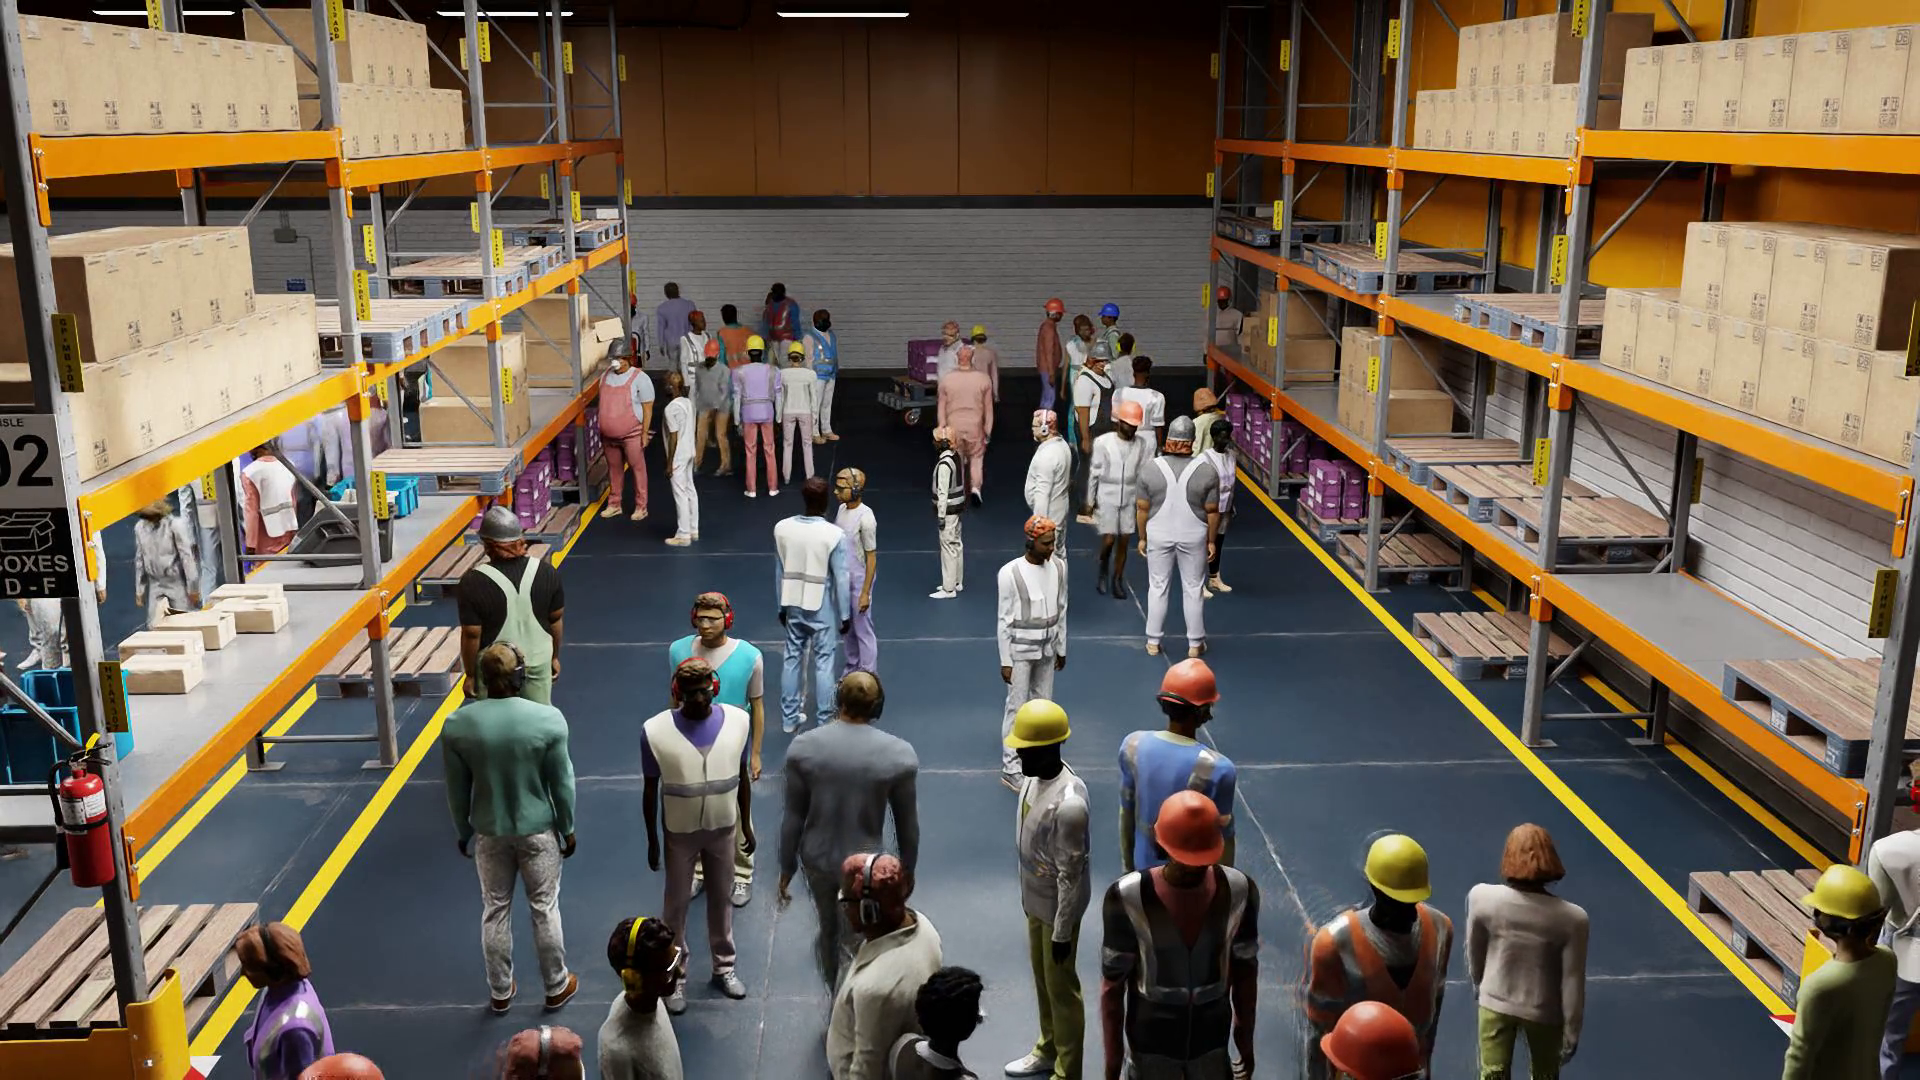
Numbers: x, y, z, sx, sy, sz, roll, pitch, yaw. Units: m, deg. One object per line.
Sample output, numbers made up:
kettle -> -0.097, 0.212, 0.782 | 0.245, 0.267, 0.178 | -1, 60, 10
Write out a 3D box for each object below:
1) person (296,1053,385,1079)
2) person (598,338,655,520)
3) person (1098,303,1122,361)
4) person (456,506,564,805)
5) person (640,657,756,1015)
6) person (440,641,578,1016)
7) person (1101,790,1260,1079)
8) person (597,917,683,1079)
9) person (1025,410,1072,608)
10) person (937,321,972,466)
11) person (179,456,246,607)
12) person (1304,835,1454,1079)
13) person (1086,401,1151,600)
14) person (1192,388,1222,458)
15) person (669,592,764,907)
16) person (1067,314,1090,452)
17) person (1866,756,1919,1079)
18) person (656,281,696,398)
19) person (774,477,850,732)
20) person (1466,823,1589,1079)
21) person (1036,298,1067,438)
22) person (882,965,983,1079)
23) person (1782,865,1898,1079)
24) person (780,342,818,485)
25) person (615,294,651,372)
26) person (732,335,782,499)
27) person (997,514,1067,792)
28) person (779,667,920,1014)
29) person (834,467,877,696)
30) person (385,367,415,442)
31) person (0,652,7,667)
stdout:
person -> -1.810, 2.357, 4.627 | 0.622, 1.964, 0.625 | -9, 17, -31
person -> -3.772, -1.230, 18.548 | 0.674, 2.000, 0.535 | 6, 15, 22
person -> 2.061, -2.280, 22.848 | 0.383, 1.951, 0.605 | 0, 14, 0
person -> -2.908, 0.769, 10.699 | 0.689, 2.000, 0.539 | -11, 18, -36
person -> -1.314, 1.456, 8.392 | 0.565, 1.845, 0.387 | -7, 16, -25
person -> -2.216, 1.441, 8.275 | 0.627, 1.934, 0.370 | -1, 14, -3
person -> 0.837, 1.893, 6.318 | 0.609, 2.032, 0.410 | -2, 14, -7
person -> -1.039, 2.142, 5.654 | 0.329, 1.872, 0.508 | 0, 14, 0
person -> 0.774, -0.231, 14.922 | 0.398, 1.898, 0.646 | 4, 15, 17
person -> -0.110, -1.880, 21.421 | 0.410, 1.888, 0.738 | -8, 16, -29
person -> -6.439, -0.099, 14.382 | 0.398, 1.909, 0.599 | 9, 17, 30
person -> 1.561, 1.959, 6.359 | 0.597, 1.884, 0.974 | -3, 15, -13
person -> 1.479, -0.362, 15.405 | 0.576, 1.905, 0.501 | -2, 14, -9
person -> 2.600, -0.812, 17.719 | 0.289, 1.632, 0.497 | 11, 18, 36
person -> -1.382, 1.175, 9.487 | 0.566, 1.849, 0.387 | 3, 15, 12
person -> 1.628, -2.115, 22.410 | 0.345, 1.847, 0.508 | -4, 15, -15
person -> 4.053, 1.814, 7.014 | 0.563, 1.836, 0.386 | 0, 14, 0
person -> -4.462, -3.138, 26.308 | 0.657, 1.903, 0.666 | -5, 15, -17
person -> -1.082, 0.489, 12.080 | 0.591, 1.905, 0.414 | 7, 16, 26
person -> 2.323, 1.964, 6.901 | 0.495, 1.601, 0.785 | 6, 15, 22
person -> 1.273, -2.368, 23.137 | 0.432, 1.981, 0.635 | 0, 14, 0
person -> -0.054, 2.234, 5.632 | 0.317, 1.695, 0.540 | -11, 18, -37
person -> 3.239, 2.052, 6.225 | 0.526, 1.762, 0.338 | -8, 17, -30
person -> -1.990, -1.545, 20.355 | 0.523, 1.759, 0.350 | 1, 14, 3
person -> -5.125, -2.991, 26.023 | 0.569, 1.755, 0.320 | -3, 15, -12
person -> -2.394, -1.452, 19.651 | 0.593, 1.923, 0.382 | -3, 15, -13
person -> 0.487, 0.747, 11.117 | 0.583, 1.879, 0.357 | -12, 18, -38
person -> -0.512, 1.538, 8.004 | 0.652, 1.883, 0.891 | 3, 15, 10
person -> -0.821, 0.347, 12.748 | 0.345, 1.846, 0.506 | -9, 17, -32
person -> -7.767, -2.275, 22.858 | 0.418, 1.939, 0.606 | -9, 17, -32
person -> -8.058, 0.111, 13.534 | 0.397, 1.919, 0.588 | -7, 16, -26
